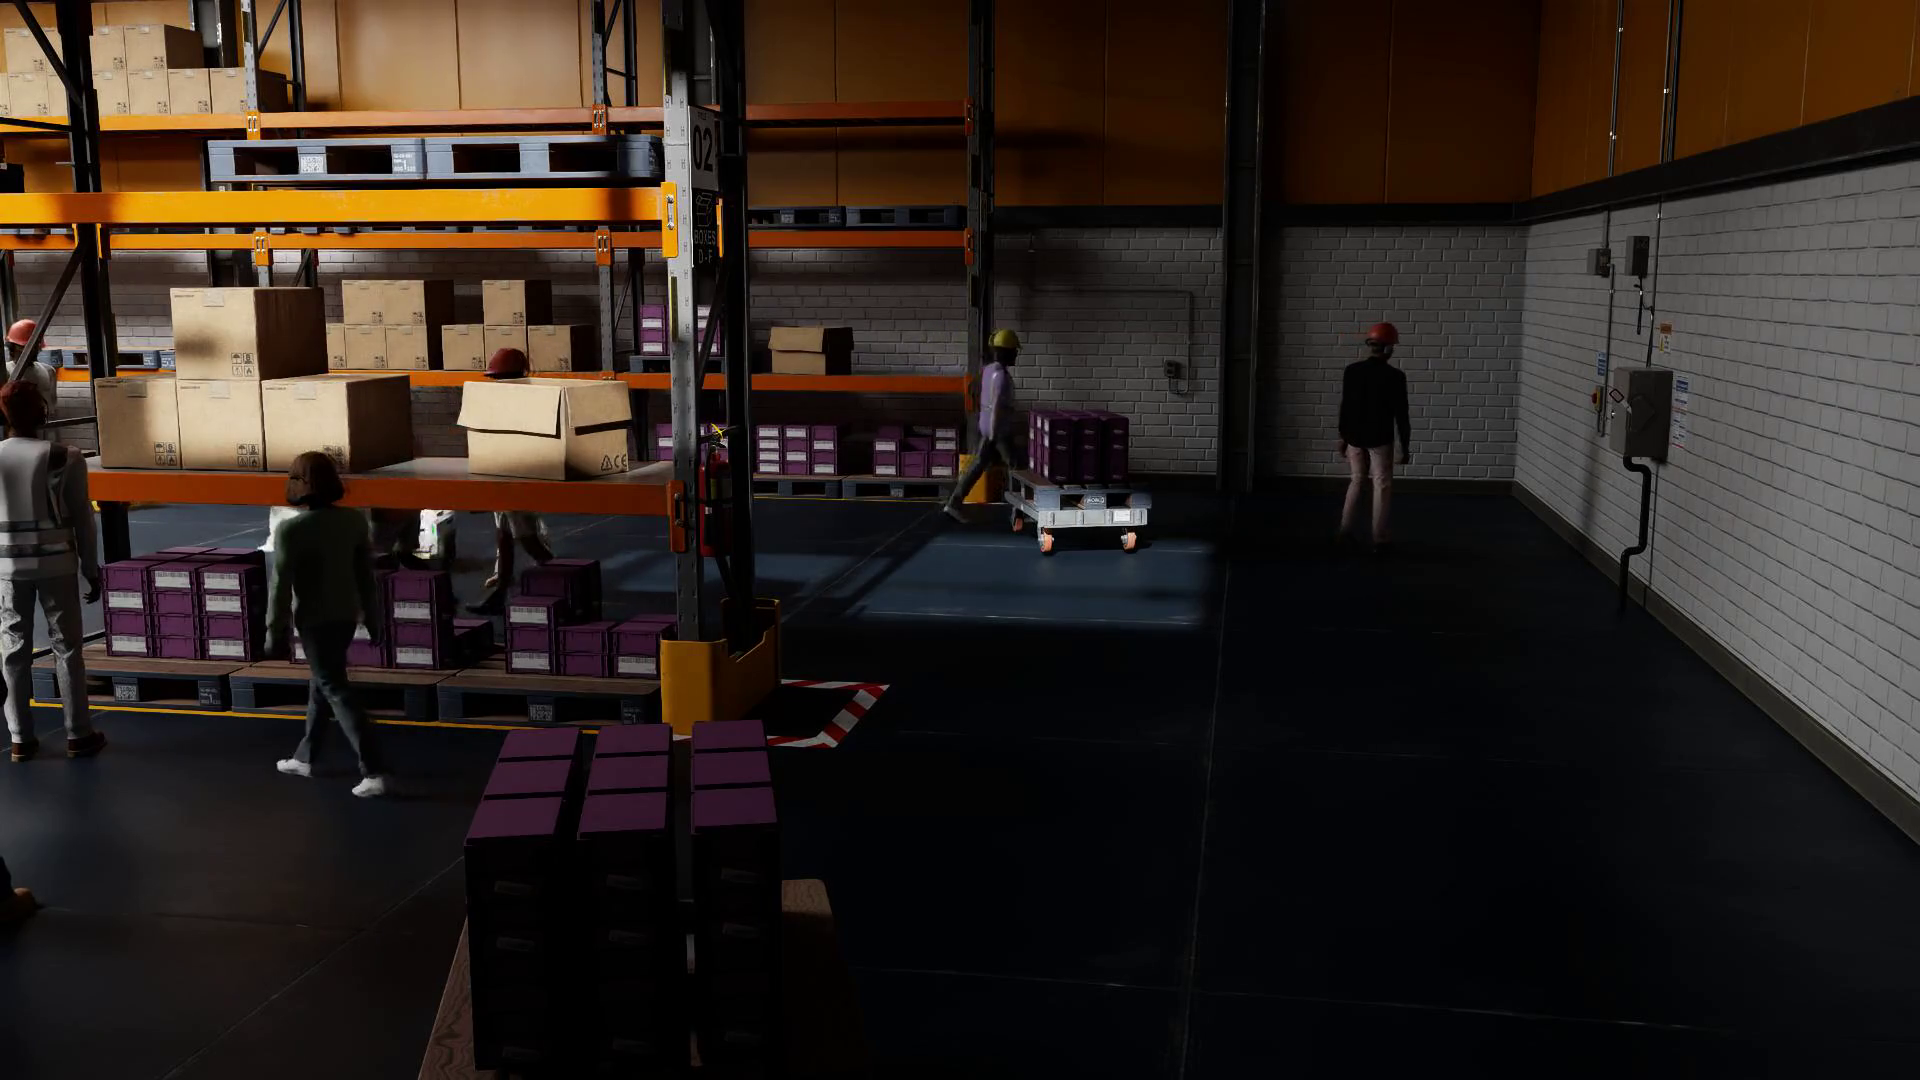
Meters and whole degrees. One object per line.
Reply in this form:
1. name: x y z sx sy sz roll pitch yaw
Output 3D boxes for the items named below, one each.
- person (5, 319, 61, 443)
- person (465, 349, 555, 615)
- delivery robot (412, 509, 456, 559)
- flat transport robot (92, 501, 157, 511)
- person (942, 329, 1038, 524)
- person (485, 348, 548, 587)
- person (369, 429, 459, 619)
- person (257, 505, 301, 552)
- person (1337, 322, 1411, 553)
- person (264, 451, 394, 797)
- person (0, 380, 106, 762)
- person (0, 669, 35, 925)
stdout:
1. person: -7.440 -0.749 13.357 0.398 2.029 0.614 3 10 19
2. person: -2.997 -0.370 11.474 0.970 1.896 0.549 2 9 11
3. delivery robot: -4.380 -0.103 13.628 0.477 0.478 0.707 0 9 -3
4. flat transport robot: -8.949 -0.486 17.168 1.431 0.197 0.652 6 11 34
5. person: 0.302 -1.064 15.832 1.005 1.883 0.594 -3 10 -17
6. person: -3.382 -0.540 12.658 0.634 1.839 0.429 2 9 13
7. person: -3.687 -0.188 10.926 0.626 1.683 0.561 2 9 13
8. person: -5.742 -0.664 14.126 0.703 1.616 0.521 3 10 16
9. person: 3.551 -0.868 14.234 0.444 1.986 0.668 -9 13 -43
10. person: -2.931 0.384 7.695 0.846 1.590 0.512 5 10 27
11. person: -4.552 0.155 8.204 0.583 1.884 0.350 -2 9 -14
12. person: -3.792 0.423 6.057 0.672 2.000 0.536 -1 9 -3
